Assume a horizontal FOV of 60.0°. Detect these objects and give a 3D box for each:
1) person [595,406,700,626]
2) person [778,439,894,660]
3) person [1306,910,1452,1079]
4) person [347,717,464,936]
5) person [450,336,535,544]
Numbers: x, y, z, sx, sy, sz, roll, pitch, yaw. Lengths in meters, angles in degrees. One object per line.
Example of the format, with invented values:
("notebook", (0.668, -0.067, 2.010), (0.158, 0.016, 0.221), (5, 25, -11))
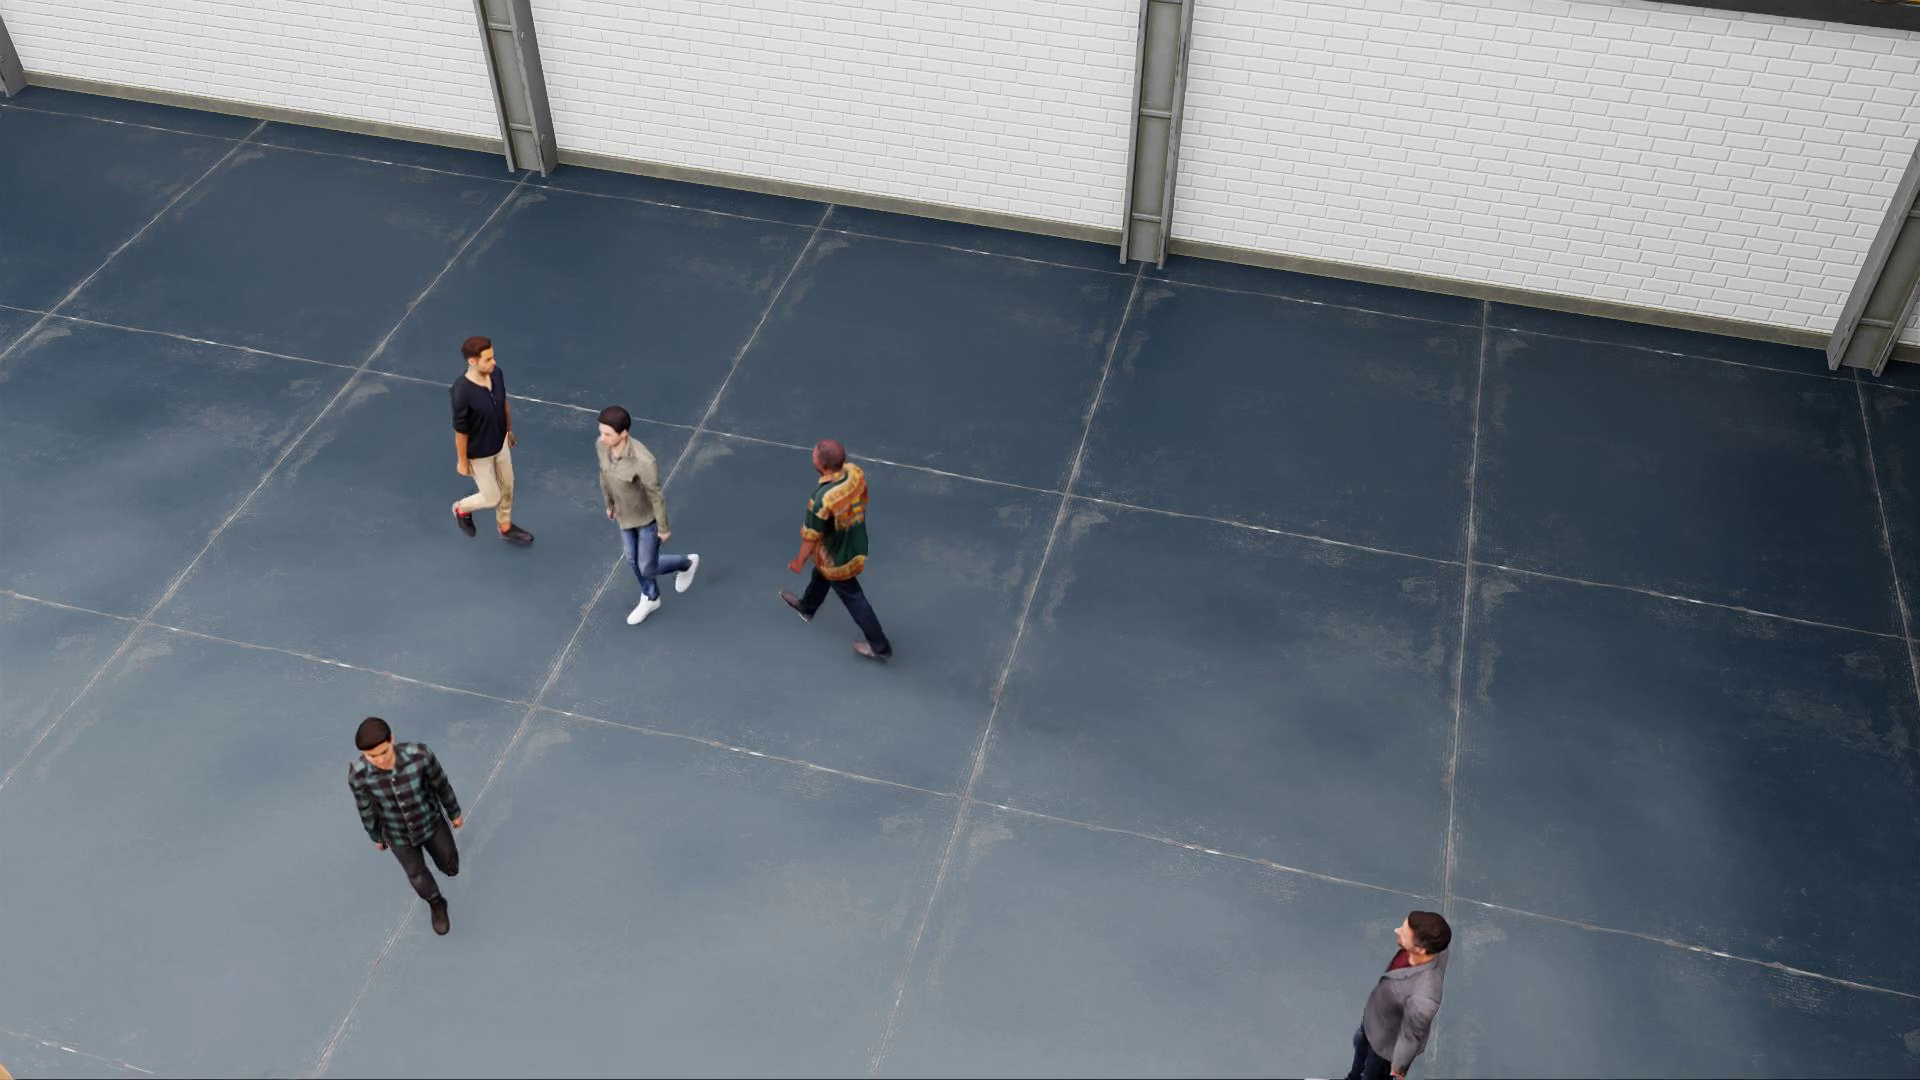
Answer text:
("person", (-2.093, -0.225, 11.222), (0.948, 1.848, 0.970), (31, 52, 28))
("person", (-0.728, 0.122, 10.927), (1.231, 1.752, 0.821), (18, 46, 18))
("person", (2.278, 2.471, 8.388), (1.043, 1.853, 0.722), (13, 45, 13))
("person", (-3.085, 1.514, 9.372), (0.911, 1.707, 0.938), (-14, 45, -14))
("person", (-3.408, -0.674, 11.706), (0.886, 1.831, 0.766), (22, 48, 22))
